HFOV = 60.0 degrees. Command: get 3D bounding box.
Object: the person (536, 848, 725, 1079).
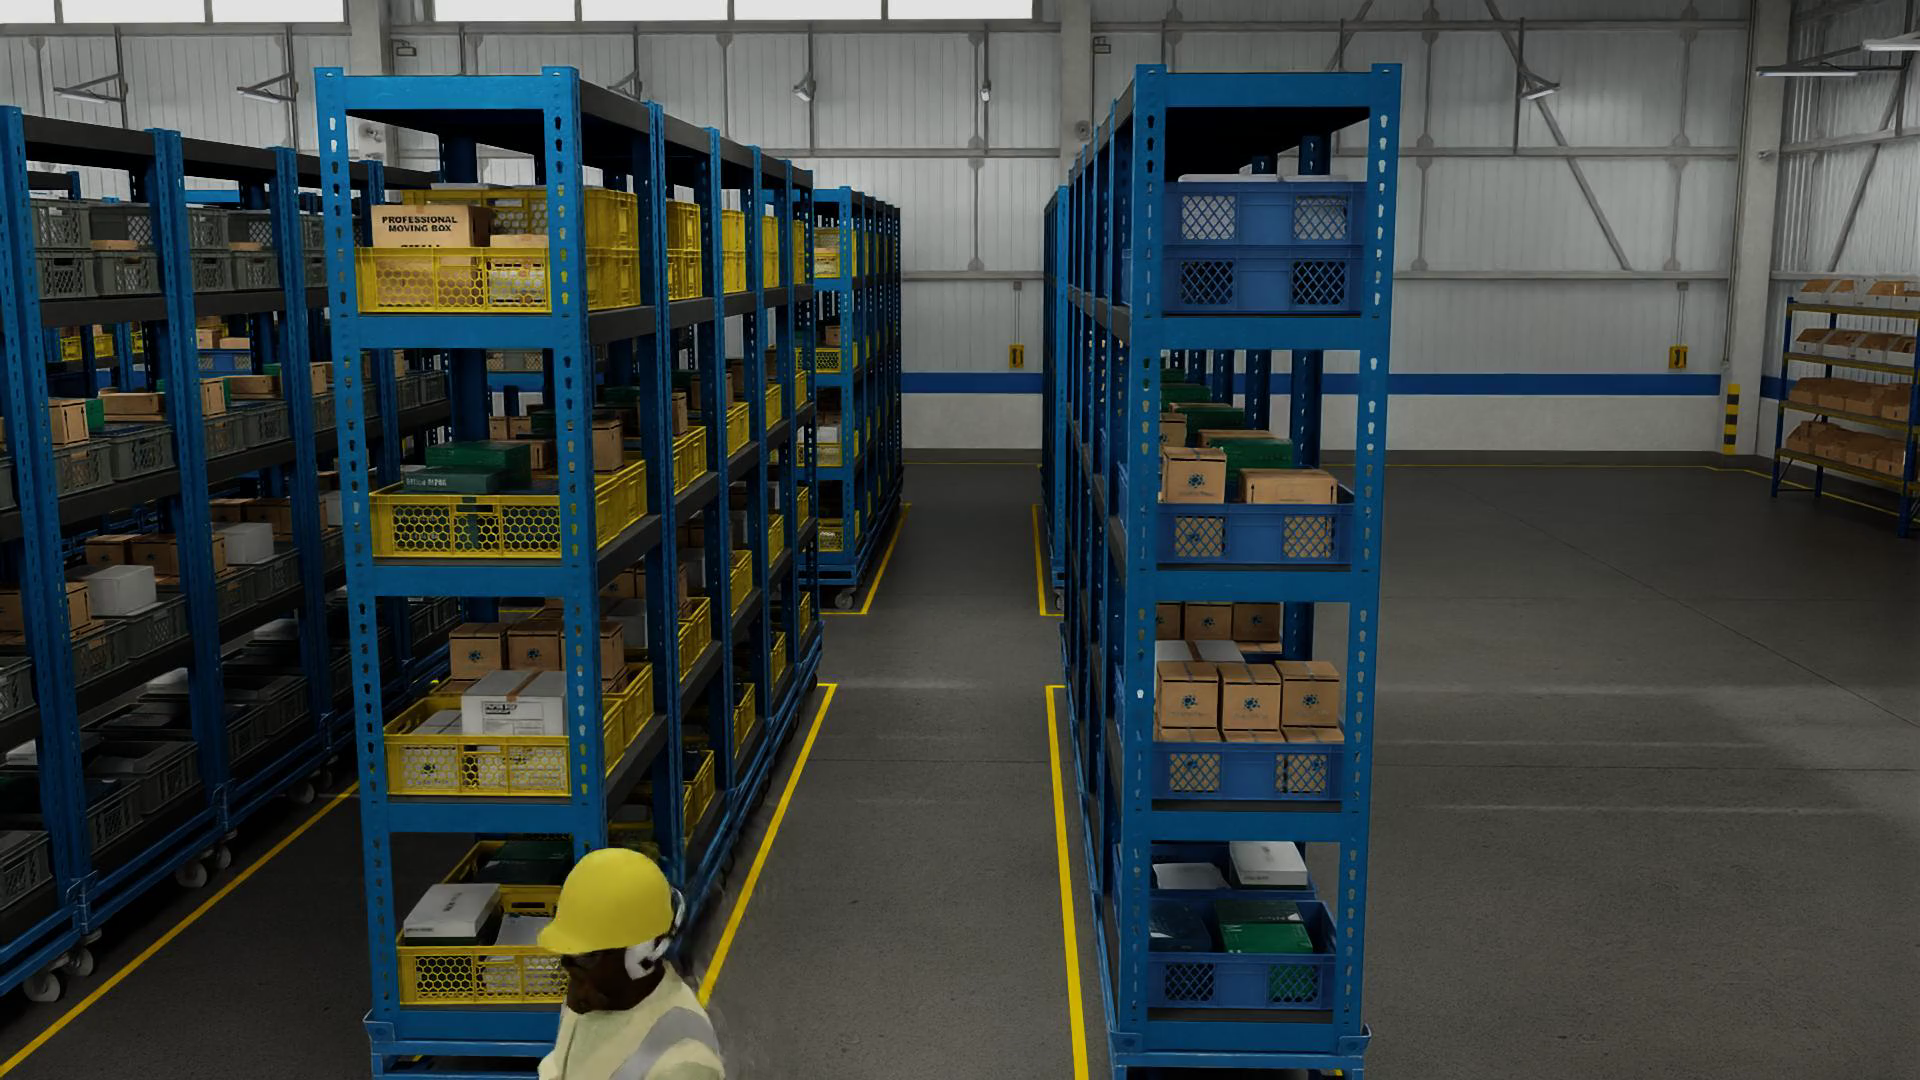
[{"bbox_3d":[-0.678,1.518,3.673,0.813,1.808,0.589,-5,11,-27],"label":"person"}]
